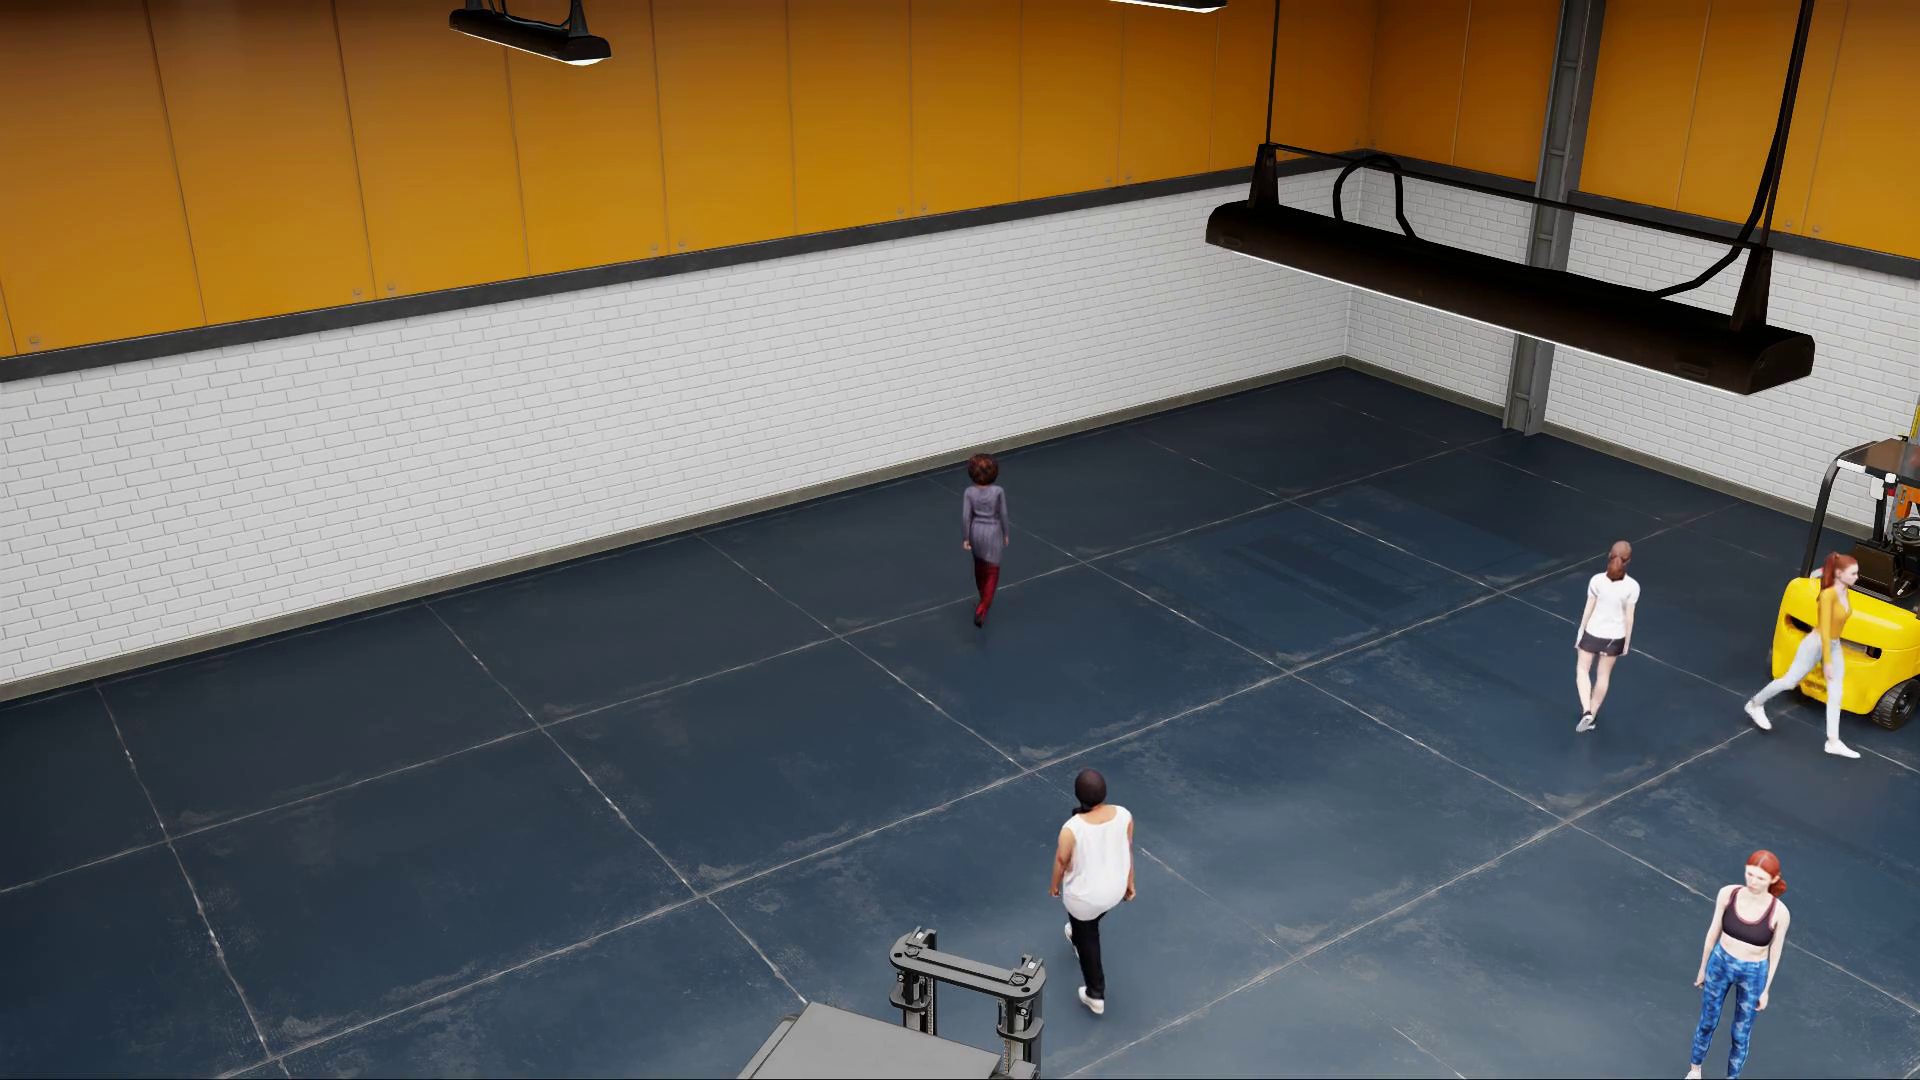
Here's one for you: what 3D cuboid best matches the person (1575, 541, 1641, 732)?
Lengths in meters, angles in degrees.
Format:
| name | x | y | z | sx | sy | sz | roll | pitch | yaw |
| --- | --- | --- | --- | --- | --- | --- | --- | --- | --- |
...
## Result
| name | x | y | z | sx | sy | sz | roll | pitch | yaw |
| --- | --- | --- | --- | --- | --- | --- | --- | --- | --- |
| person | 5.367 | 0.858 | 13.887 | 0.901 | 1.735 | 0.921 | 7 | 25 | 16 |

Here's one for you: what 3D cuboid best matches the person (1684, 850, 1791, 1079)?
| name | x | y | z | sx | sy | sz | roll | pitch | yaw |
| --- | --- | --- | --- | --- | --- | --- | --- | --- | --- |
| person | 4.584 | 2.604 | 9.831 | 0.610 | 1.785 | 0.698 | 17 | 29 | 34 |

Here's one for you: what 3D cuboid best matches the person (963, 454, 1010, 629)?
| name | x | y | z | sx | sy | sz | roll | pitch | yaw |
| --- | --- | --- | --- | --- | --- | --- | --- | --- | --- |
| person | 0.242 | 0.036 | 15.827 | 1.043 | 1.687 | 1.078 | 5 | 24 | 11 |

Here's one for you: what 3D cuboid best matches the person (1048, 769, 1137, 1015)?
| name | x | y | z | sx | sy | sz | roll | pitch | yaw |
| --- | --- | --- | --- | --- | --- | --- | --- | --- | --- |
| person | 0.880 | 2.282 | 10.732 | 0.785 | 1.654 | 1.081 | -10 | 26 | -22 |

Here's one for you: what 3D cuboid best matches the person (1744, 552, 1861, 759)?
| name | x | y | z | sx | sy | sz | roll | pitch | yaw |
| --- | --- | --- | --- | --- | --- | --- | --- | --- | --- |
| person | 7.026 | 0.915 | 13.797 | 0.604 | 1.703 | 1.203 | -16 | 28 | -32 |
